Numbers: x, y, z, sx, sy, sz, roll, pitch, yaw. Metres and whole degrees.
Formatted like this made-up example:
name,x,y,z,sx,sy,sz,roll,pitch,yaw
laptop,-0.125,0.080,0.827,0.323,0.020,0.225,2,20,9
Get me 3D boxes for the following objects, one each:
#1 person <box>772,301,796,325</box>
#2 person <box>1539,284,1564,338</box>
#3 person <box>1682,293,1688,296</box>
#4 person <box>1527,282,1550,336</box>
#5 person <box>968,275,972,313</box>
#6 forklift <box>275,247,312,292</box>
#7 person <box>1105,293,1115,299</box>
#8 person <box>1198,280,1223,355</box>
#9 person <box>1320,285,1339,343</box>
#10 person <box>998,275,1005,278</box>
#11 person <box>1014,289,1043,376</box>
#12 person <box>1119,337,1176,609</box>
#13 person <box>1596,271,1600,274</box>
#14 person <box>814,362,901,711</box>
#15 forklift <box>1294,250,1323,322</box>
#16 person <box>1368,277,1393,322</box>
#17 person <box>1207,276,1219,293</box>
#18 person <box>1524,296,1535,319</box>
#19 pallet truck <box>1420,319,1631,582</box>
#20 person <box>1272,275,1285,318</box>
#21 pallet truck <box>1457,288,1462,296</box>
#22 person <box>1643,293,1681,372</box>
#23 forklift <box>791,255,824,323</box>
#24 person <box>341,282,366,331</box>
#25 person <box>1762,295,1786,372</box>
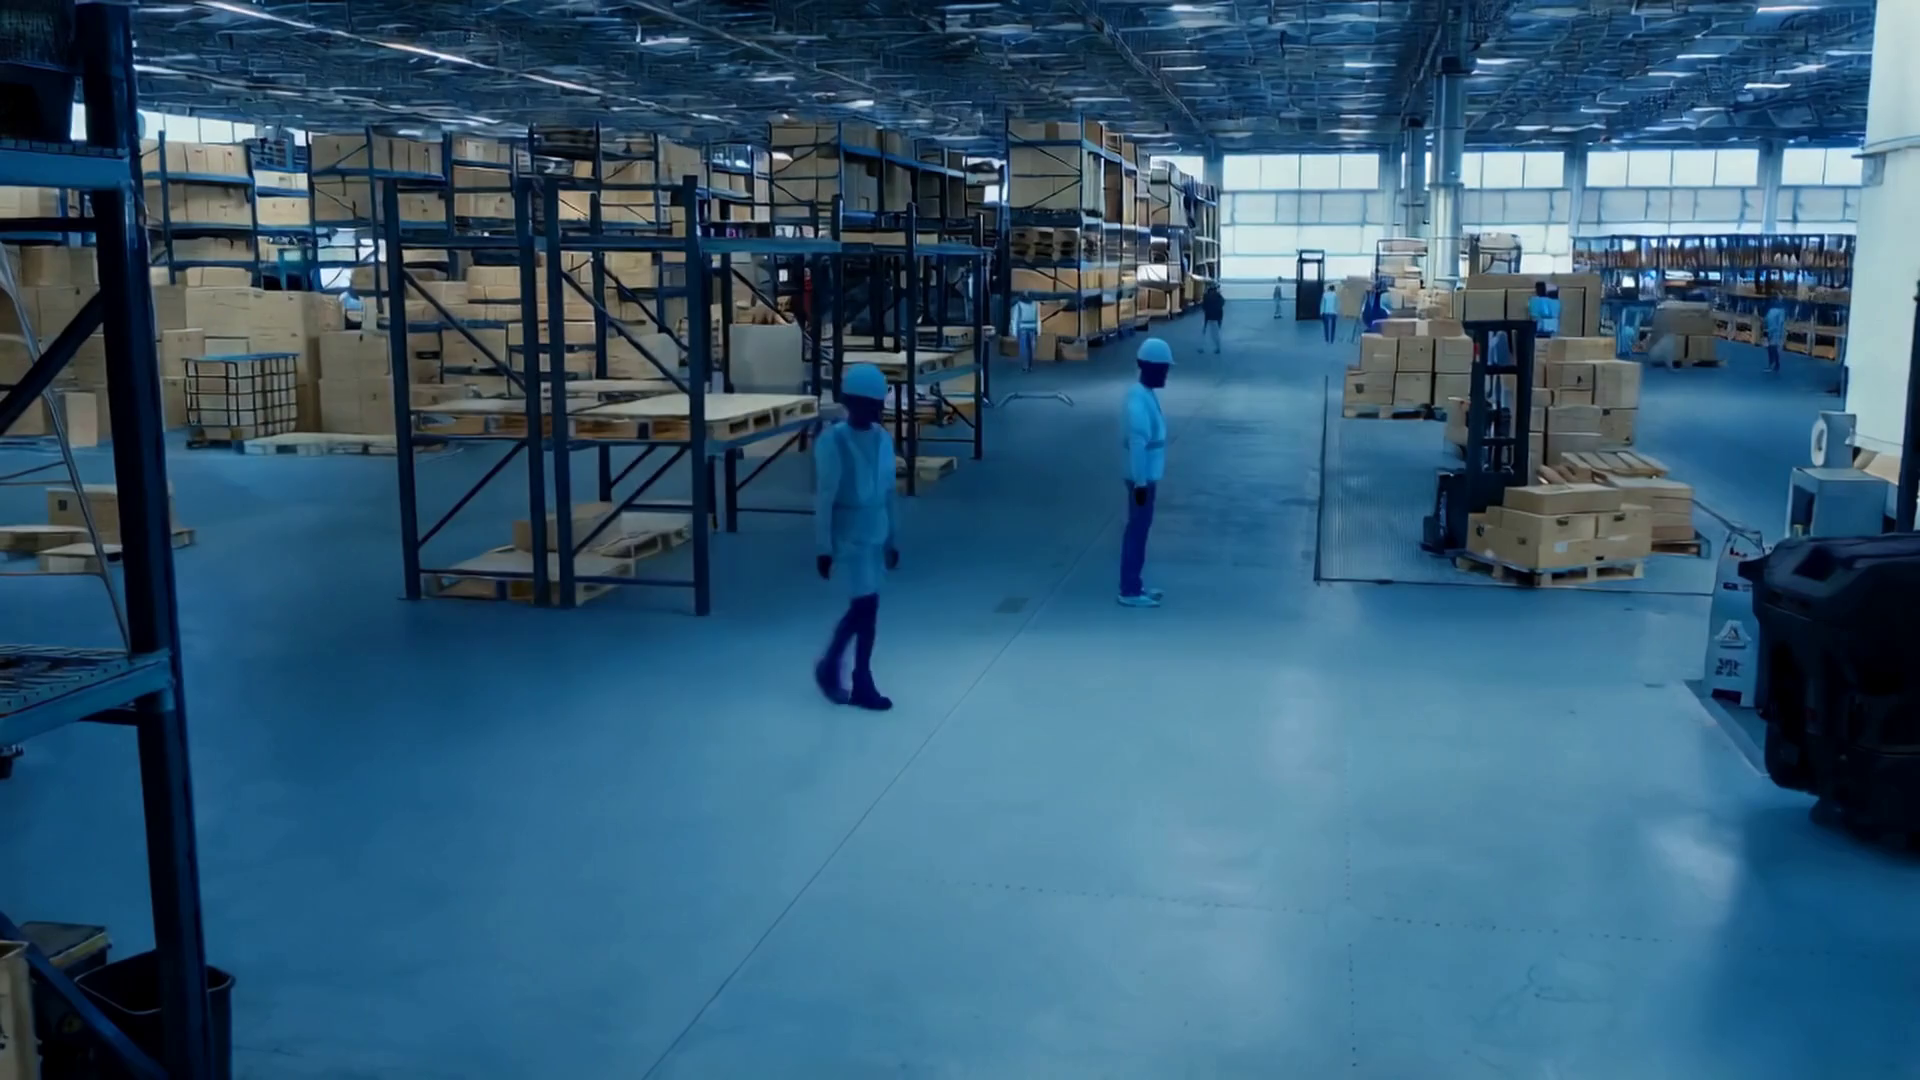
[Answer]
name,x,y,z,sx,sy,sz,roll,pitch,yaw
person,-3.592,-4.081,34.091,0.518,1.625,0.372,-1,10,-3
person,13.052,-4.691,36.775,0.545,1.938,0.360,-4,10,-21
person,34.636,-11.883,79.719,0.603,1.814,0.575,0,10,-3
person,13.223,-4.907,37.966,0.607,1.966,0.374,8,13,41
person,0.599,-11.348,76.534,0.587,1.823,0.403,-2,10,-12
forklift,-19.500,-7.190,48.784,1.129,2.768,1.873,2,10,12
person,6.305,-10.363,70.442,0.566,1.904,0.880,3,10,15
person,6.562,-5.770,43.154,0.633,1.947,1.016,7,12,37
person,10.923,-6.686,49.227,0.549,1.710,0.925,3,10,18
person,2.236,-12.999,85.978,0.605,1.936,1.044,4,10,21
person,1.457,-4.394,35.296,0.597,1.832,0.972,-1,10,-4
person,1.332,-0.480,11.874,0.386,1.922,0.594,2,10,13
person,33.877,-13.346,88.296,0.389,1.846,0.565,-1,10,-8
person,-0.541,-0.007,9.074,0.414,1.924,0.575,8,12,39
forklift,13.778,-10.002,65.433,1.129,2.768,1.873,2,10,12
person,10.454,-5.469,41.072,0.536,2.000,0.673,-7,12,-36
person,11.901,-11.580,78.273,0.540,1.696,0.317,0,10,3
person,13.501,-4.942,39.199,0.672,1.609,0.529,9,13,43
pallet truck,4.543,-0.757,13.299,0.823,1.965,1.885,-4,10,-22
person,13.446,-10.288,70.265,0.403,1.828,0.597,-5,11,-27
pallet truck,20.506,-9.785,68.819,0.653,1.274,1.630,2,10,12
person,15.521,-4.567,36.626,0.534,1.737,0.790,-6,12,-34
forklift,-6.258,-9.775,64.093,1.873,2.768,1.129,2,10,11
person,-15.052,-5.446,41.335,0.593,1.911,0.386,-8,12,-39
person,17.946,-4.539,36.618,0.319,1.693,0.533,0,10,0
